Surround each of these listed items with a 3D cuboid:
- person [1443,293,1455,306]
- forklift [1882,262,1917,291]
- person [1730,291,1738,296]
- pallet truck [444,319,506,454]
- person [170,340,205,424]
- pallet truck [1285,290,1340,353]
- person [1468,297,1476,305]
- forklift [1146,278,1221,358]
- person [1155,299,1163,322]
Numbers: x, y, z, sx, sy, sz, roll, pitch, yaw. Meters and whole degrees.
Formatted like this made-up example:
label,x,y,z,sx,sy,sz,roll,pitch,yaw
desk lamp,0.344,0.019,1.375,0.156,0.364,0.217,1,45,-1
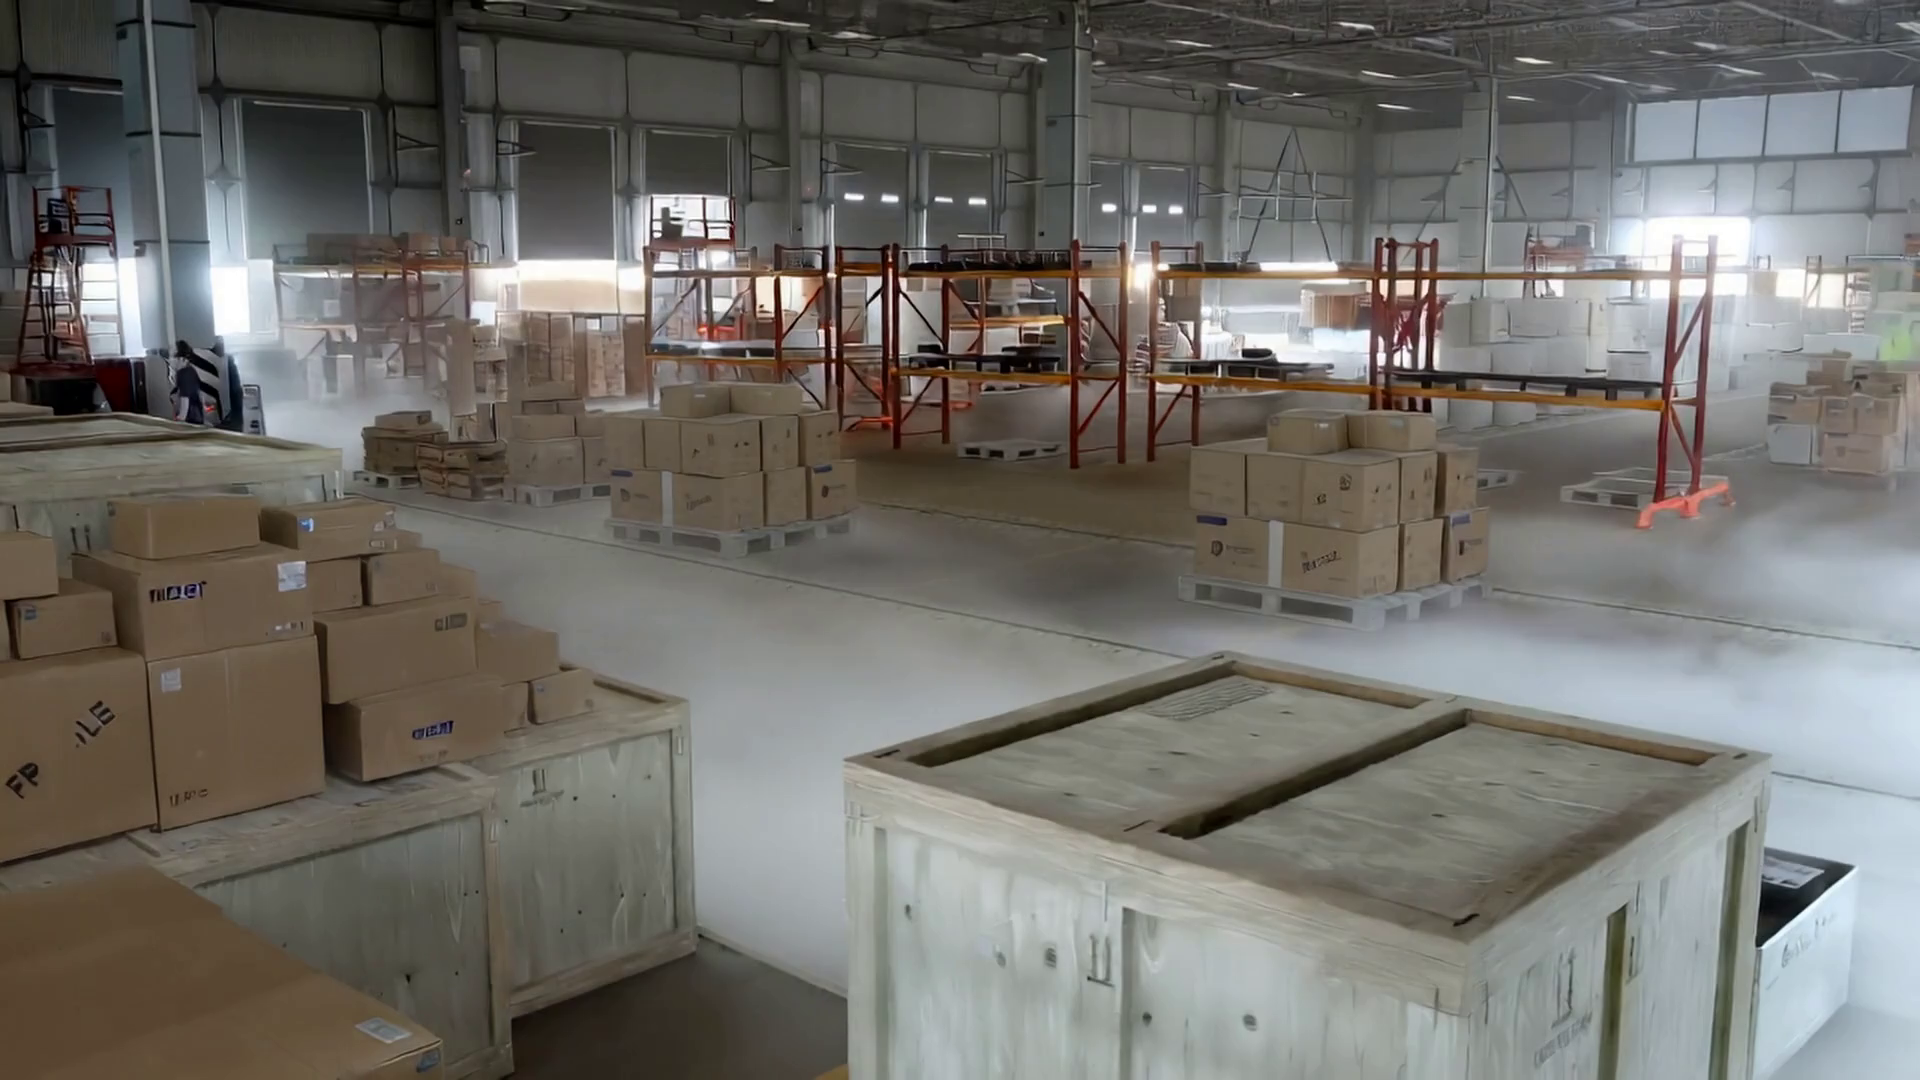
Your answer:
label,x,y,z,sx,sy,sz,roll,pitch,yaw
person,15.915,-7.063,53.896,0.797,1.896,0.417,-8,12,-41
forklift,23.439,-5.562,41.646,1.129,2.768,1.873,-6,11,-31
person,25.336,-7.209,54.649,0.382,1.930,0.547,-4,10,-23
pallet truck,-6.981,-1.942,22.150,1.885,1.965,0.823,1,9,9
person,-8.585,-1.284,18.513,0.310,1.868,0.533,-1,9,-6
pallet truck,11.297,-6.951,52.861,1.885,1.965,0.823,-5,11,-29
person,12.942,-5.161,42.065,0.632,1.938,0.359,-2,10,-14
forklift,6.364,-6.425,46.939,1.873,2.768,1.129,9,13,43
person,6.644,-7.299,56.100,0.518,1.637,0.309,9,13,44
